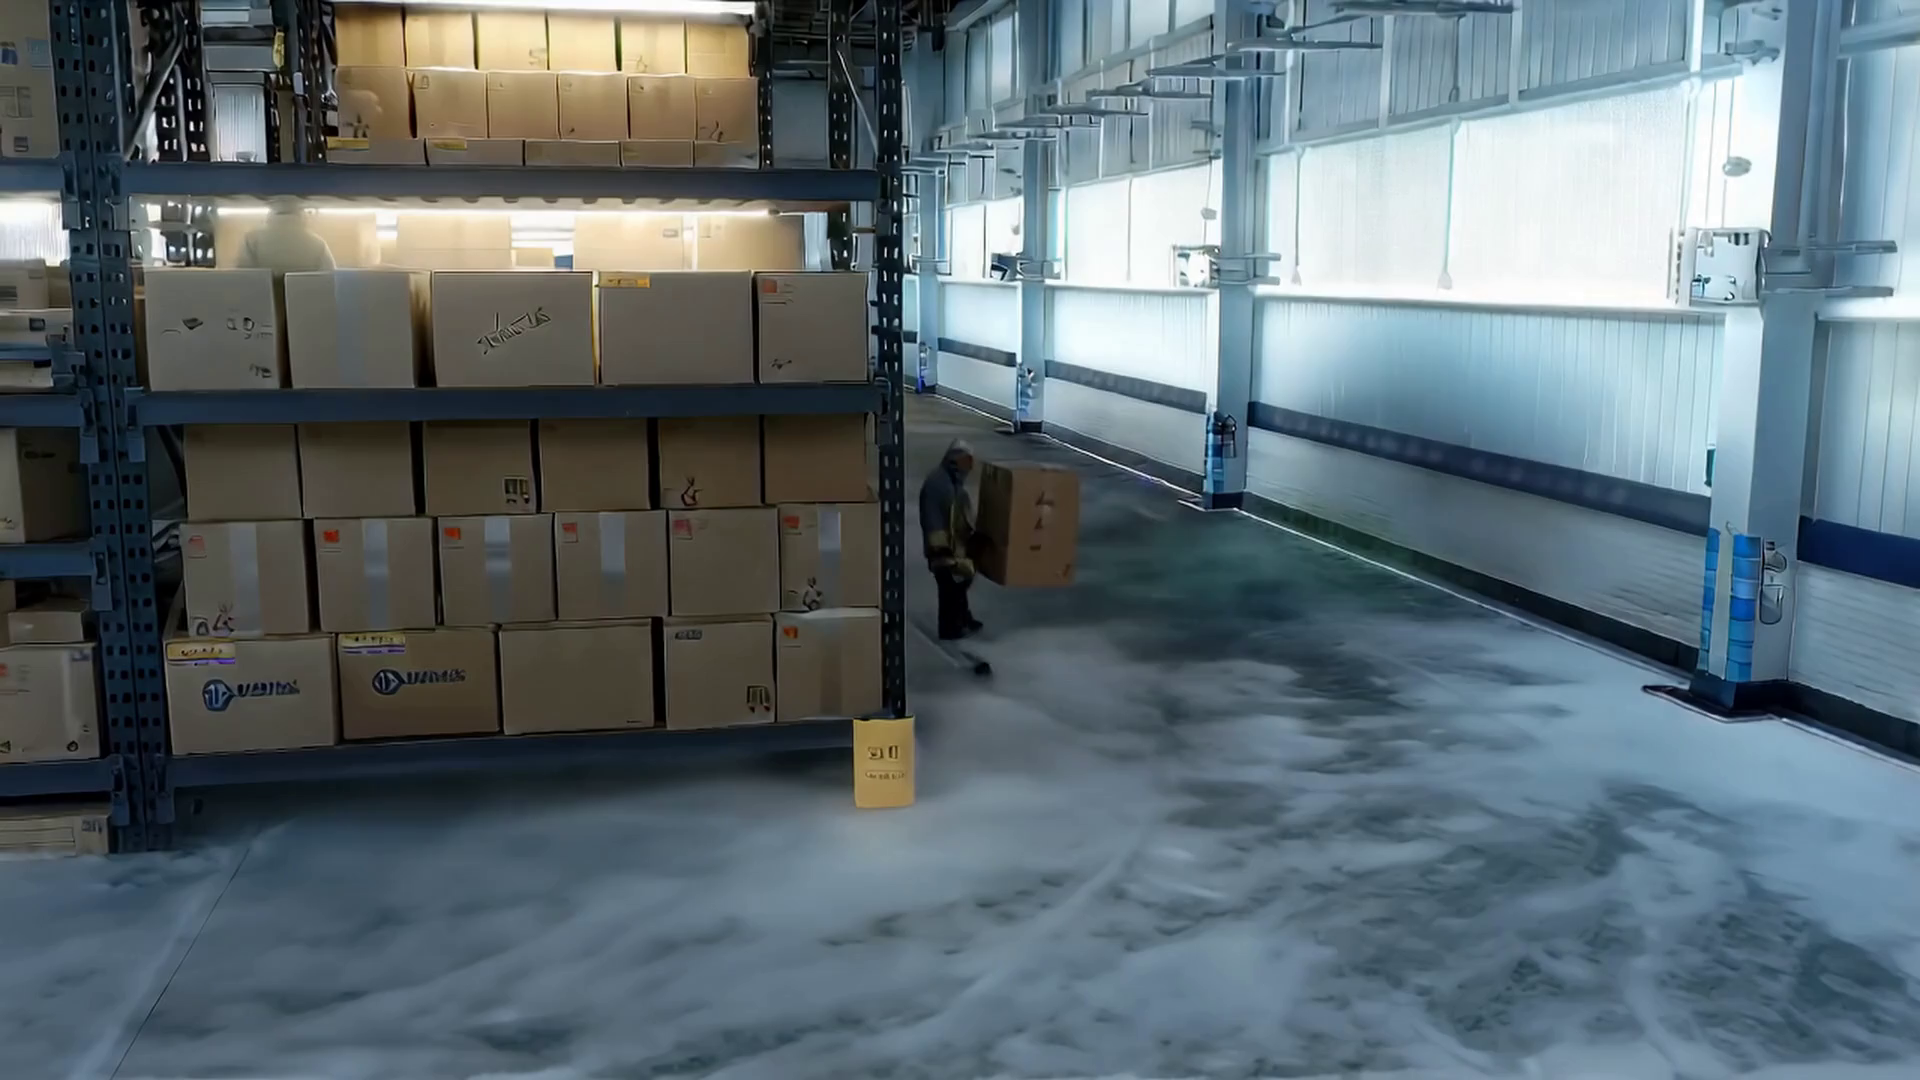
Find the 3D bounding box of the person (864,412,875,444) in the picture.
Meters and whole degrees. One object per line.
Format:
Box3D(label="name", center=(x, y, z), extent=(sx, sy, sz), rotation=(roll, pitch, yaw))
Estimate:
Box3D(label="person", center=(-1.400, -1.375, 21.114), extent=(0.647, 1.923, 0.478), rotation=(-2, 9, -10))
